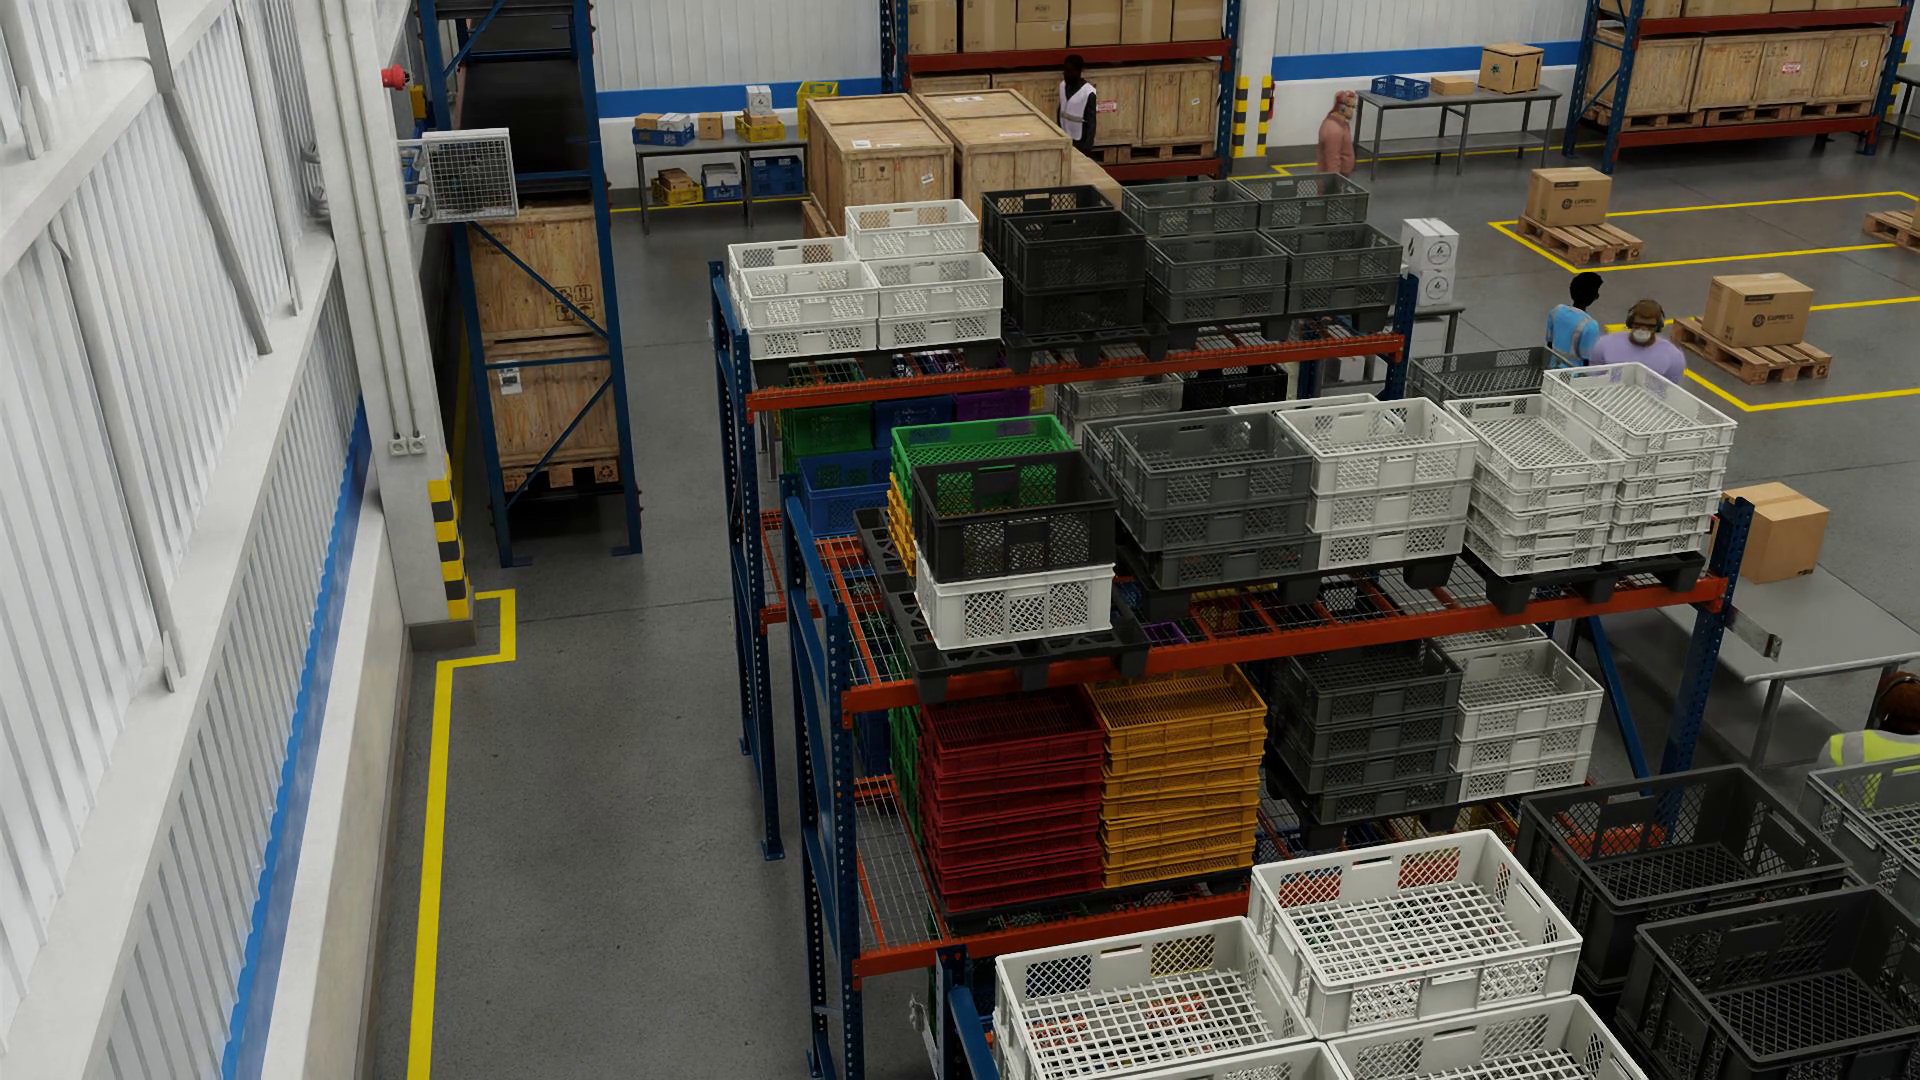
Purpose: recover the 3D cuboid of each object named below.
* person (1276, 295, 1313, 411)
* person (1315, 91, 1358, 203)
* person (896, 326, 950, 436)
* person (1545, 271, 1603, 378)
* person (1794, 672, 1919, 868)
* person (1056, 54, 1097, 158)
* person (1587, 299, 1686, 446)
[{"bbox_3d":[2.646,-1.452,13.088,0.317,1.858,0.519,-1,28,-2],"label":"person"},{"bbox_3d":[3.903,-3.733,17.377,0.396,1.895,0.659,5,28,9],"label":"person"},{"bbox_3d":[-0.276,-0.868,11.949,0.344,1.879,0.585,17,32,30],"label":"person"},{"bbox_3d":[4.707,-1.257,12.885,0.319,1.694,0.533,-9,29,-17],"label":"person"},{"bbox_3d":[4.148,1.424,7.656,0.631,1.836,0.429,5,28,9],"label":"person"},{"bbox_3d":[1.297,-4.545,18.888,0.408,1.915,0.627,-19,33,-32],"label":"person"},{"bbox_3d":[4.684,-0.790,11.751,0.640,1.924,0.477,13,30,23],"label":"person"}]
